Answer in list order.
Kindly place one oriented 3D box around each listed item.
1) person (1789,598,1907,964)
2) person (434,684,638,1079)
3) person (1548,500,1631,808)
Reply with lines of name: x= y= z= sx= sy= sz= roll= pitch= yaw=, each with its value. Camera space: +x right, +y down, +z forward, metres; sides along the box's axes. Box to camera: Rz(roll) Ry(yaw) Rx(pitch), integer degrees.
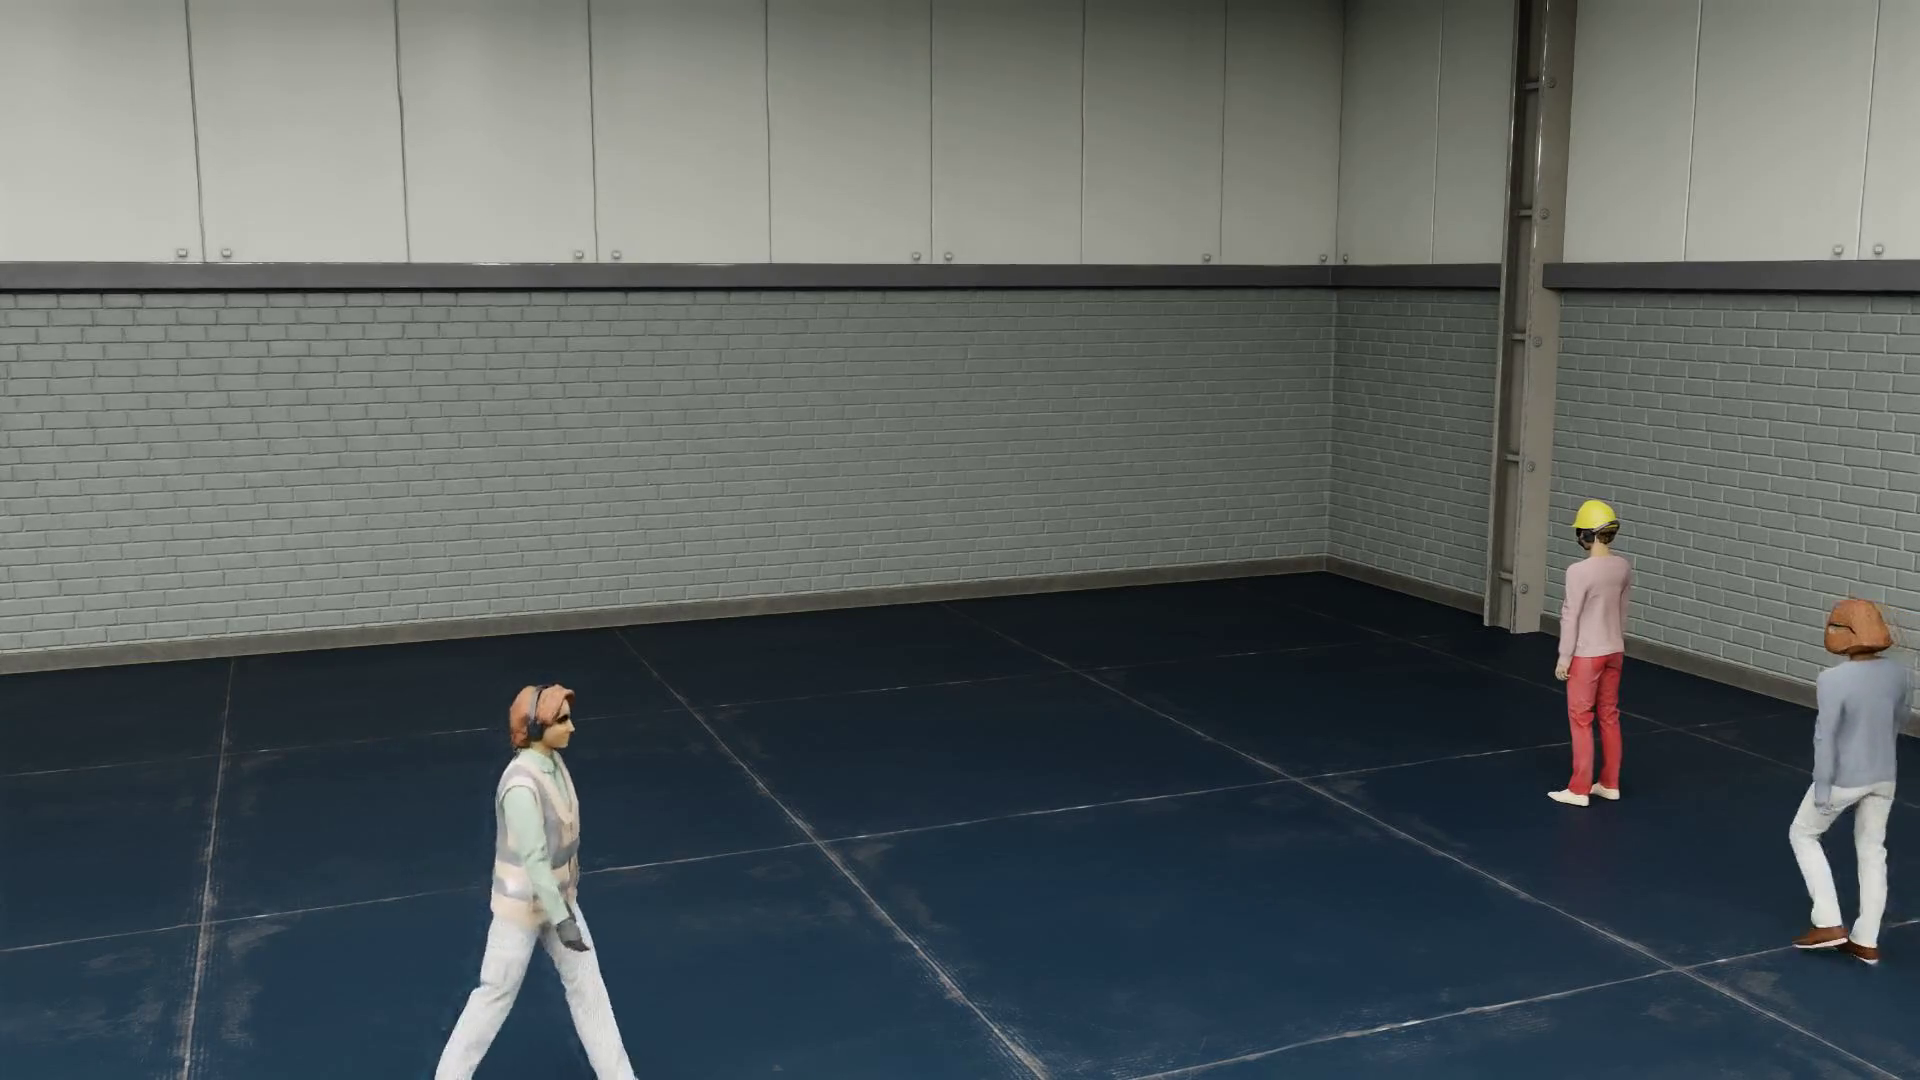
person: x=3.947 y=1.066 z=7.357 sx=0.517 sy=1.622 sz=0.394 roll=-2 pitch=9 yaw=-15
person: x=-1.535 y=1.302 z=5.945 sx=0.846 sy=1.602 sz=0.513 roll=1 pitch=9 yaw=6
person: x=3.614 y=0.648 z=9.537 sx=0.518 sy=1.757 sz=0.340 roll=-6 pitch=11 yaw=-33
